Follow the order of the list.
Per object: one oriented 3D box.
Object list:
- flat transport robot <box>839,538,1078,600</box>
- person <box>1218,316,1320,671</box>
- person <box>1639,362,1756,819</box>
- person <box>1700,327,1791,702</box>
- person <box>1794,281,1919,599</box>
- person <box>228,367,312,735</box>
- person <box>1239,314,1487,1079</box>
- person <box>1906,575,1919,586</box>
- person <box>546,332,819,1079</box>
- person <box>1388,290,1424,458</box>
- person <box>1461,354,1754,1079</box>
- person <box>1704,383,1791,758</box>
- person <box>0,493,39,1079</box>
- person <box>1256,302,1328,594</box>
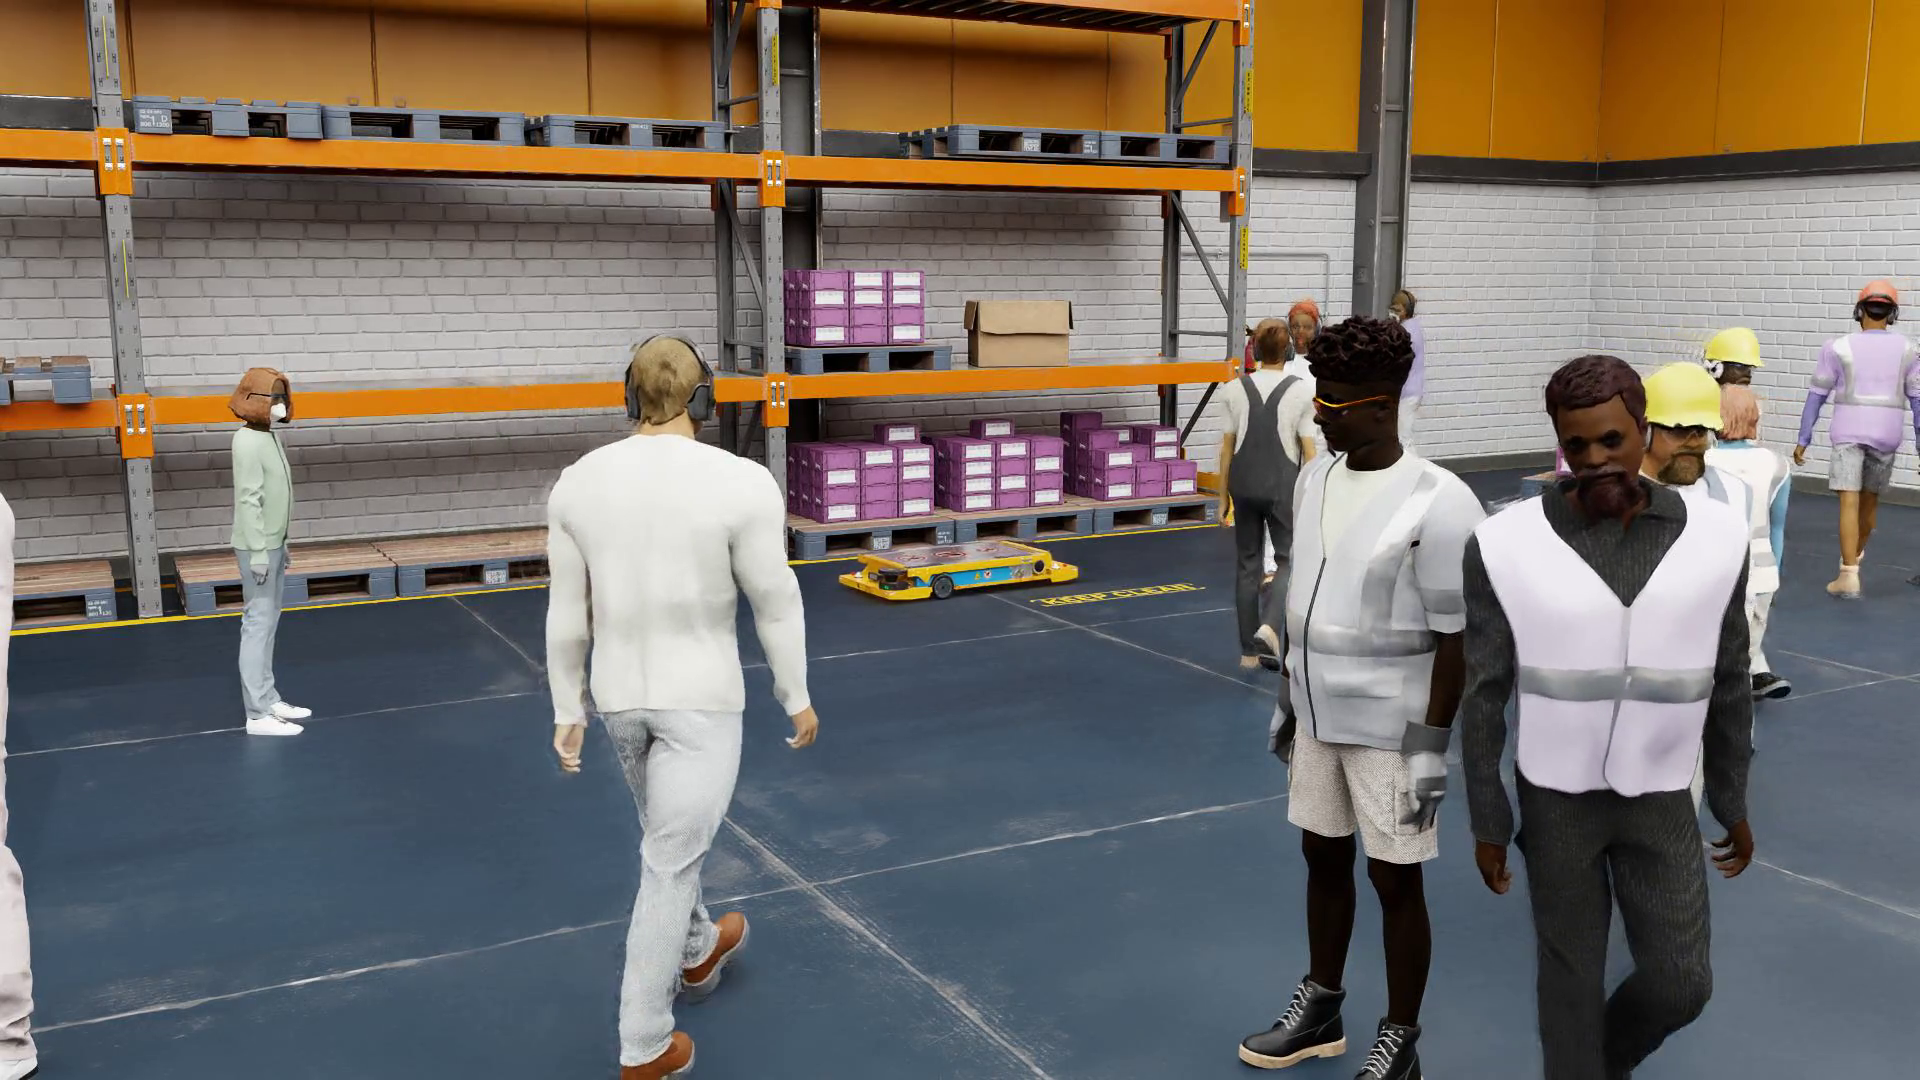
[{"bbox_3d":[-0.004,0.177,10.777,1.431,0.197,0.652,-6,11,-32],"label":"flat transport robot"},{"bbox_3d":[1.532,-0.205,8.388,0.519,1.832,0.495,4,10,23],"label":"person"},{"bbox_3d":[2.030,0.363,4.987,0.606,1.810,0.631,0,9,-2],"label":"person"},{"bbox_3d":[3.624,-0.120,7.981,0.599,1.772,0.957,-2,10,-11],"label":"person"},{"bbox_3d":[5.749,-0.651,10.627,0.721,1.967,1.047,3,10,16],"label":"person"},{"bbox_3d":[-3.095,0.046,7.438,0.287,1.631,0.501,-2,10,-11],"label":"person"},{"bbox_3d":[0.982,0.431,4.095,0.375,1.959,0.600,-5,11,-29],"label":"person"},{"bbox_3d":[6.410,-0.520,10.512,0.528,1.748,0.662,-3,10,-17],"label":"person"},{"bbox_3d":[-0.695,0.413,4.382,0.646,1.894,0.955,4,10,23],"label":"person"},{"bbox_3d":[3.780,-1.235,14.507,0.742,1.883,0.677,4,10,21],"label":"person"},{"bbox_3d":[1.376,0.550,3.562,0.633,1.894,0.453,1,9,4],"label":"person"},{"bbox_3d":[3.027,0.204,6.522,0.510,1.625,0.471,-1,9,-5],"label":"person"},{"bbox_3d":[-2.585,0.454,4.121,0.643,1.908,0.410,7,12,36],"label":"person"},{"bbox_3d":[2.126,-0.560,10.527,0.601,1.834,0.949,3,10,16],"label":"person"}]
